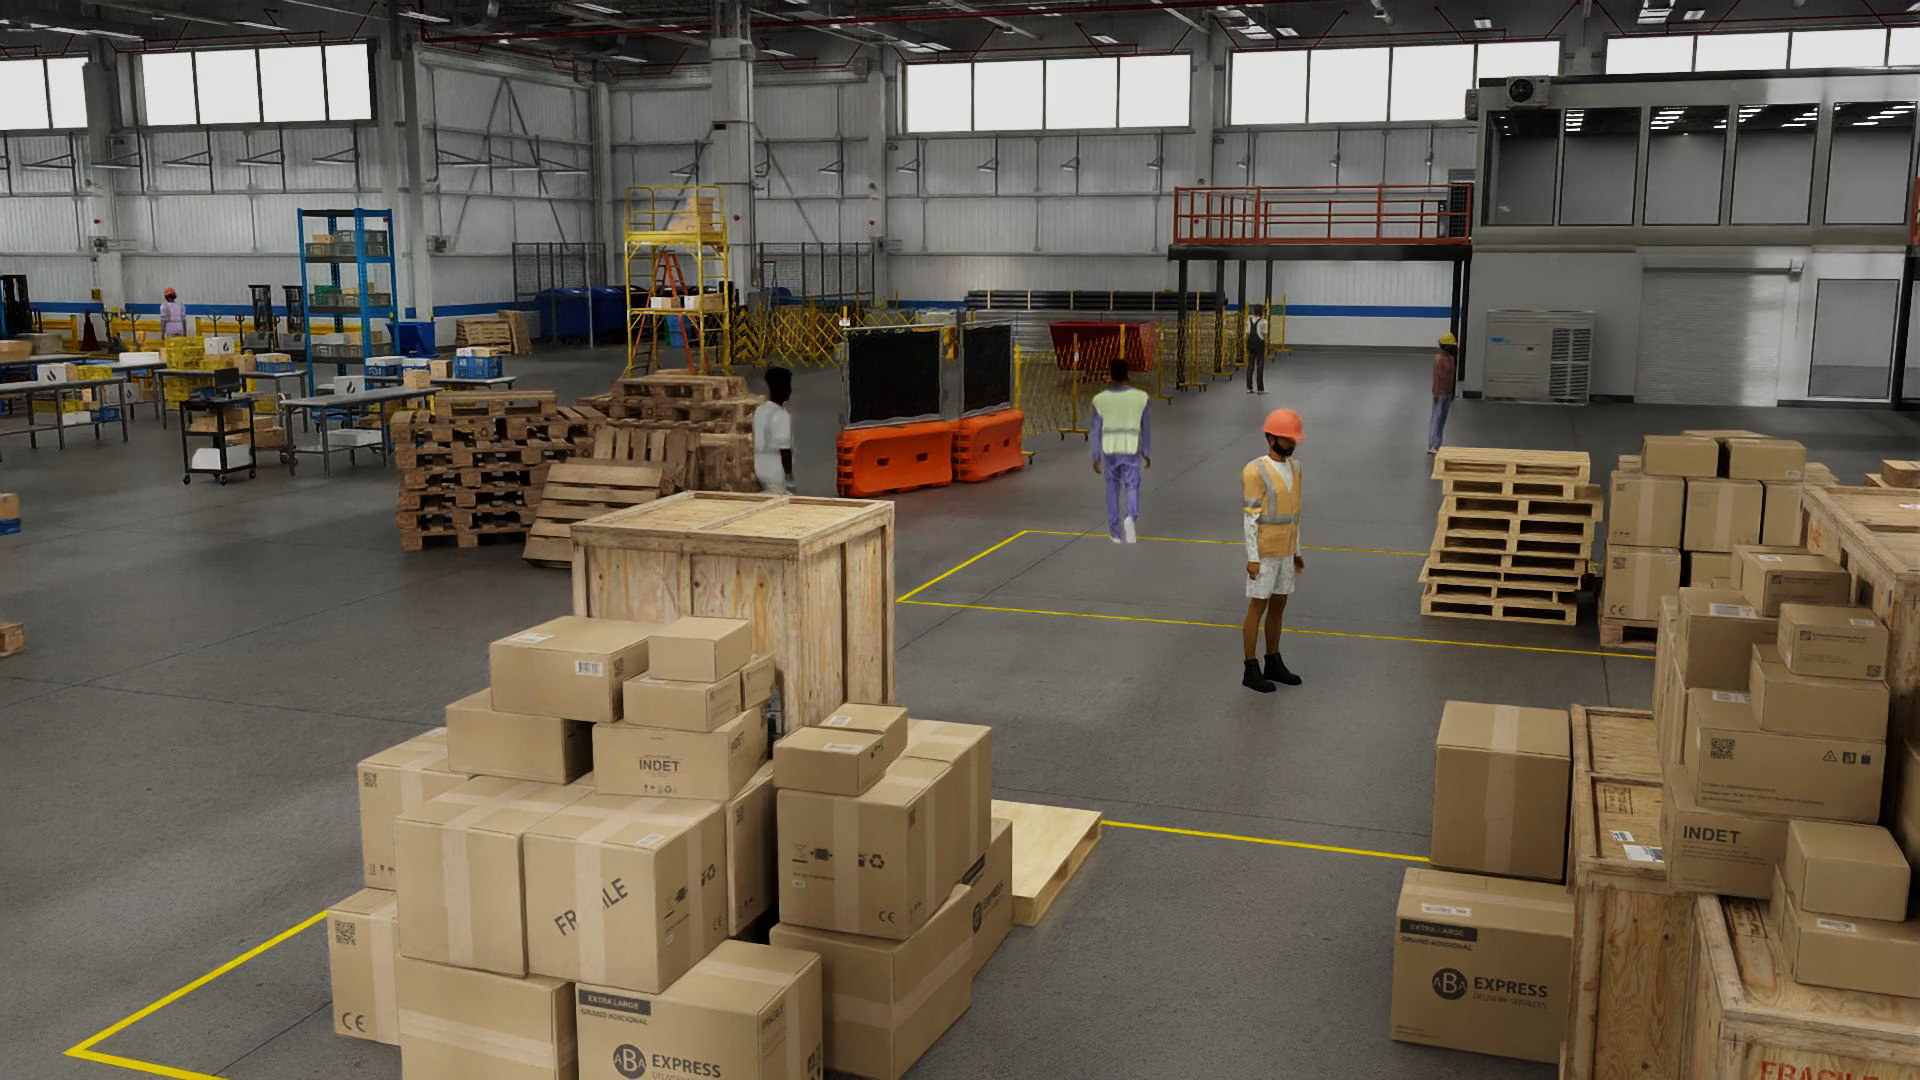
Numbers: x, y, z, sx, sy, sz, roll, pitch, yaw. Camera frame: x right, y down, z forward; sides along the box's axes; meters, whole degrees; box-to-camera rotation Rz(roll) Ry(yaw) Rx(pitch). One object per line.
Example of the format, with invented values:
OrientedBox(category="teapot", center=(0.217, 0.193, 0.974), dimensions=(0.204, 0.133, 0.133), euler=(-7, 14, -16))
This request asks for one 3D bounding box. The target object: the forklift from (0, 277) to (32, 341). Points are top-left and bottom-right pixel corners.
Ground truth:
OrientedBox(category="forklift", center=(-27.151, -6.329, 46.328), dimensions=(1.157, 1.987, 2.680), euler=(3, 11, 17))

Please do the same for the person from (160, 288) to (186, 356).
OrientedBox(category="person", center=(-18.509, -4.911, 39.122), dimensions=(0.406, 2.034, 0.608), euler=(7, 12, 34))

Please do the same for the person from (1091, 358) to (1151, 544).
OrientedBox(category="person", center=(1.627, -0.881, 16.802), dimensions=(0.619, 1.900, 0.634), euler=(1, 10, 3))

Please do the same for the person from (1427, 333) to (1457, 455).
OrientedBox(category="person", center=(7.039, -2.122, 24.165), dimensions=(0.328, 1.767, 0.531), euler=(9, 14, 42))

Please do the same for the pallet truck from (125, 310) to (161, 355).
OrientedBox(category="pallet truck", center=(-22.038, -5.665, 45.457), dimensions=(0.704, 1.261, 1.522), euler=(3, 11, 17))

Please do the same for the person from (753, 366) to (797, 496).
OrientedBox(category="person", center=(-1.684, -0.605, 15.111), dimensions=(0.454, 1.949, 0.614), euler=(-5, 11, -25))

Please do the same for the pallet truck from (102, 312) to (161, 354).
OrientedBox(category="pallet truck", center=(-23.057, -5.777, 46.261), dimensions=(0.680, 1.201, 1.601), euler=(3, 11, 19))

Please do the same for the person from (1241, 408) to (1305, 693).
OrientedBox(category="person", center=(2.160, 0.063, 11.374), dimensions=(0.542, 1.938, 0.358), euler=(-9, 13, -40))

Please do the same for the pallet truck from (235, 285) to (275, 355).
OrientedBox(category="pallet truck", center=(-18.327, -5.835, 44.421), dimensions=(0.823, 1.965, 1.885), euler=(4, 11, 23))

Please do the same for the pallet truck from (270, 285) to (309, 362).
OrientedBox(category="pallet truck", center=(-17.147, -5.700, 43.663), dimensions=(0.823, 1.965, 1.885), euler=(3, 11, 17))

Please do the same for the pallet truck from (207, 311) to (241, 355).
OrientedBox(category="pallet truck", center=(-19.537, -5.575, 44.913), dimensions=(0.653, 1.274, 1.630), euler=(3, 11, 19))

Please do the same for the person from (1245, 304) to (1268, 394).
OrientedBox(category="person", center=(6.046, -3.888, 33.897), dimensions=(0.505, 1.842, 0.345), euler=(9, 13, 40))
